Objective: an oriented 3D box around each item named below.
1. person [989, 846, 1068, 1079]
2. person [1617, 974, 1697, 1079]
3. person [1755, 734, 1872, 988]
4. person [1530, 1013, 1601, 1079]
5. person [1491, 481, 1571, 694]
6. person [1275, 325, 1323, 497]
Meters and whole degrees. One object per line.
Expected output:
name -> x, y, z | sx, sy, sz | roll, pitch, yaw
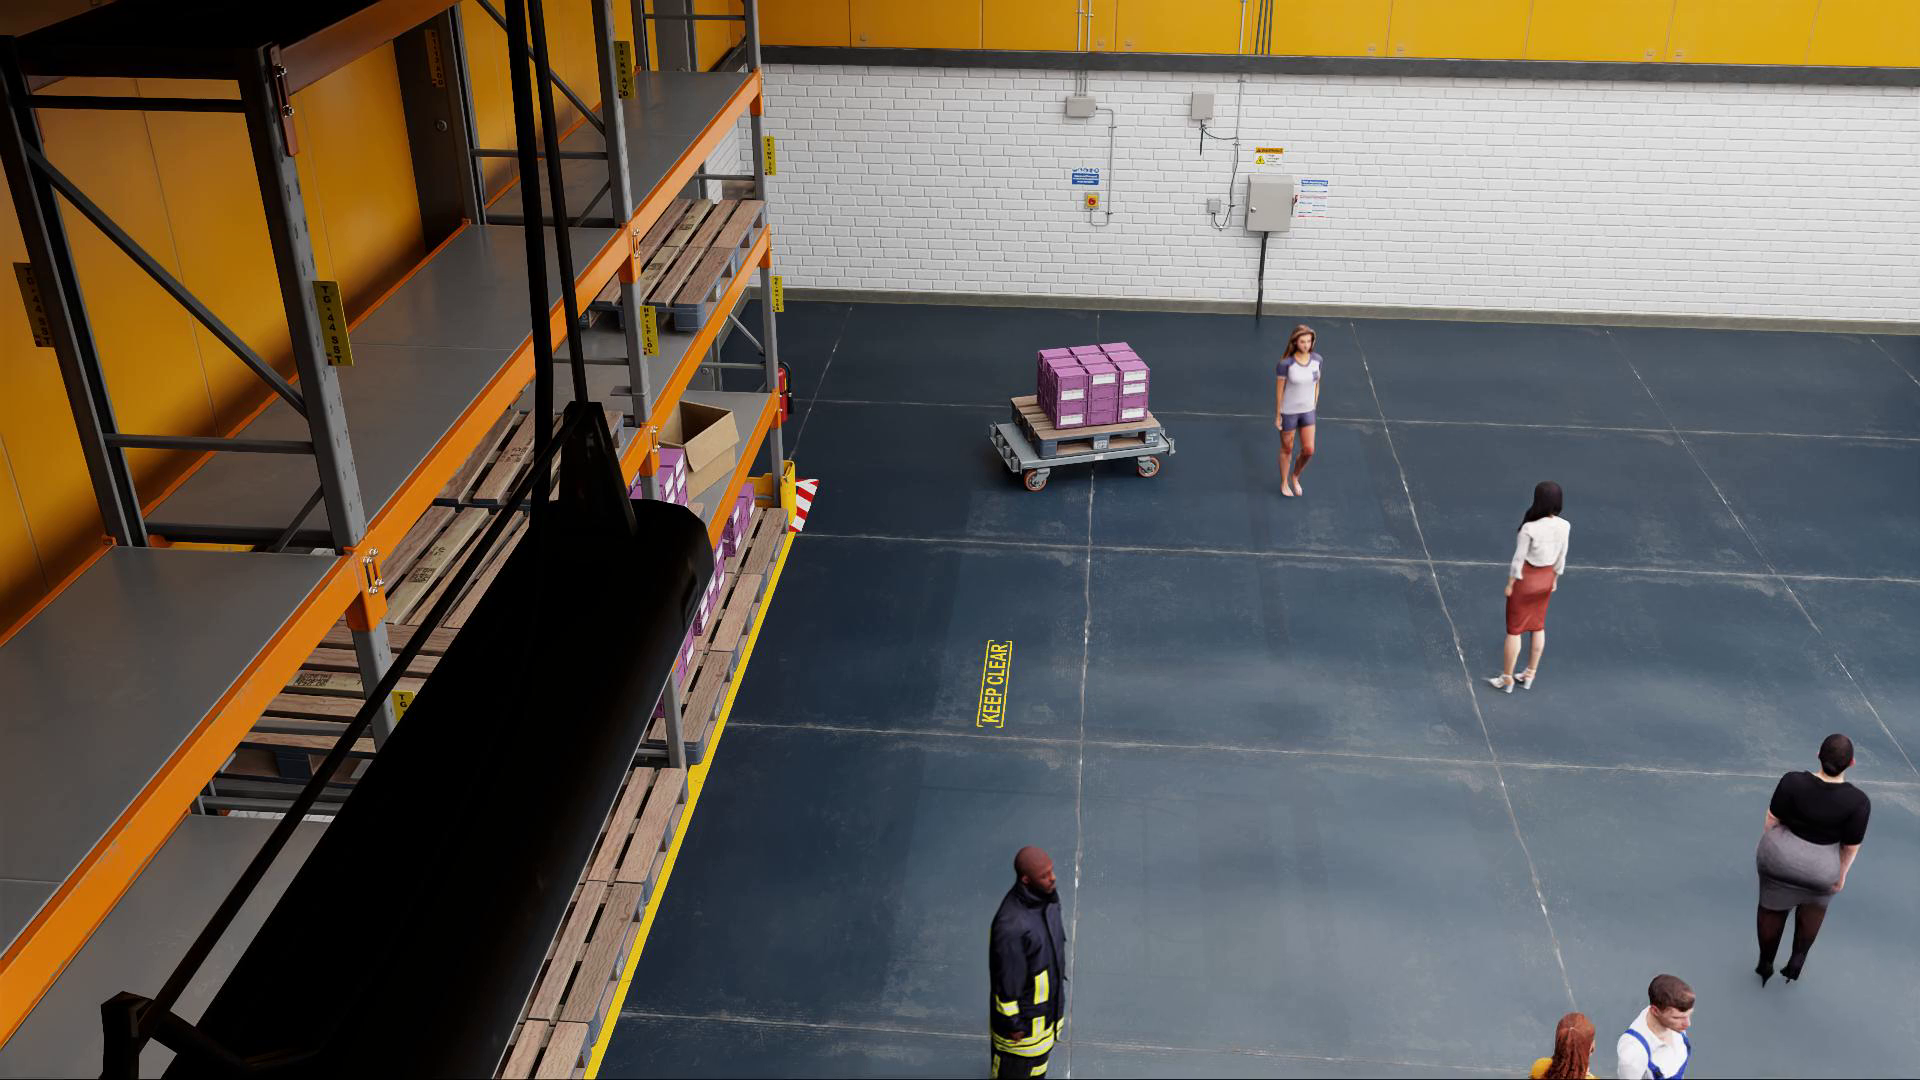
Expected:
person -> 0.337, 2.358, 8.802 | 0.896, 1.824, 0.761 | 15, 32, 25
person -> 3.230, 2.767, 8.046 | 1.094, 1.830, 1.059 | 24, 37, 36
person -> 4.892, 1.928, 9.672 | 0.750, 1.746, 0.756 | 14, 31, 24
person -> 2.761, 2.980, 7.767 | 1.073, 1.724, 0.988 | -24, 36, -36
person -> 4.308, 0.362, 12.541 | 0.666, 1.749, 0.653 | -10, 30, -18
person -> 3.094, -1.219, 15.475 | 0.660, 1.714, 0.679 | -4, 29, -8
